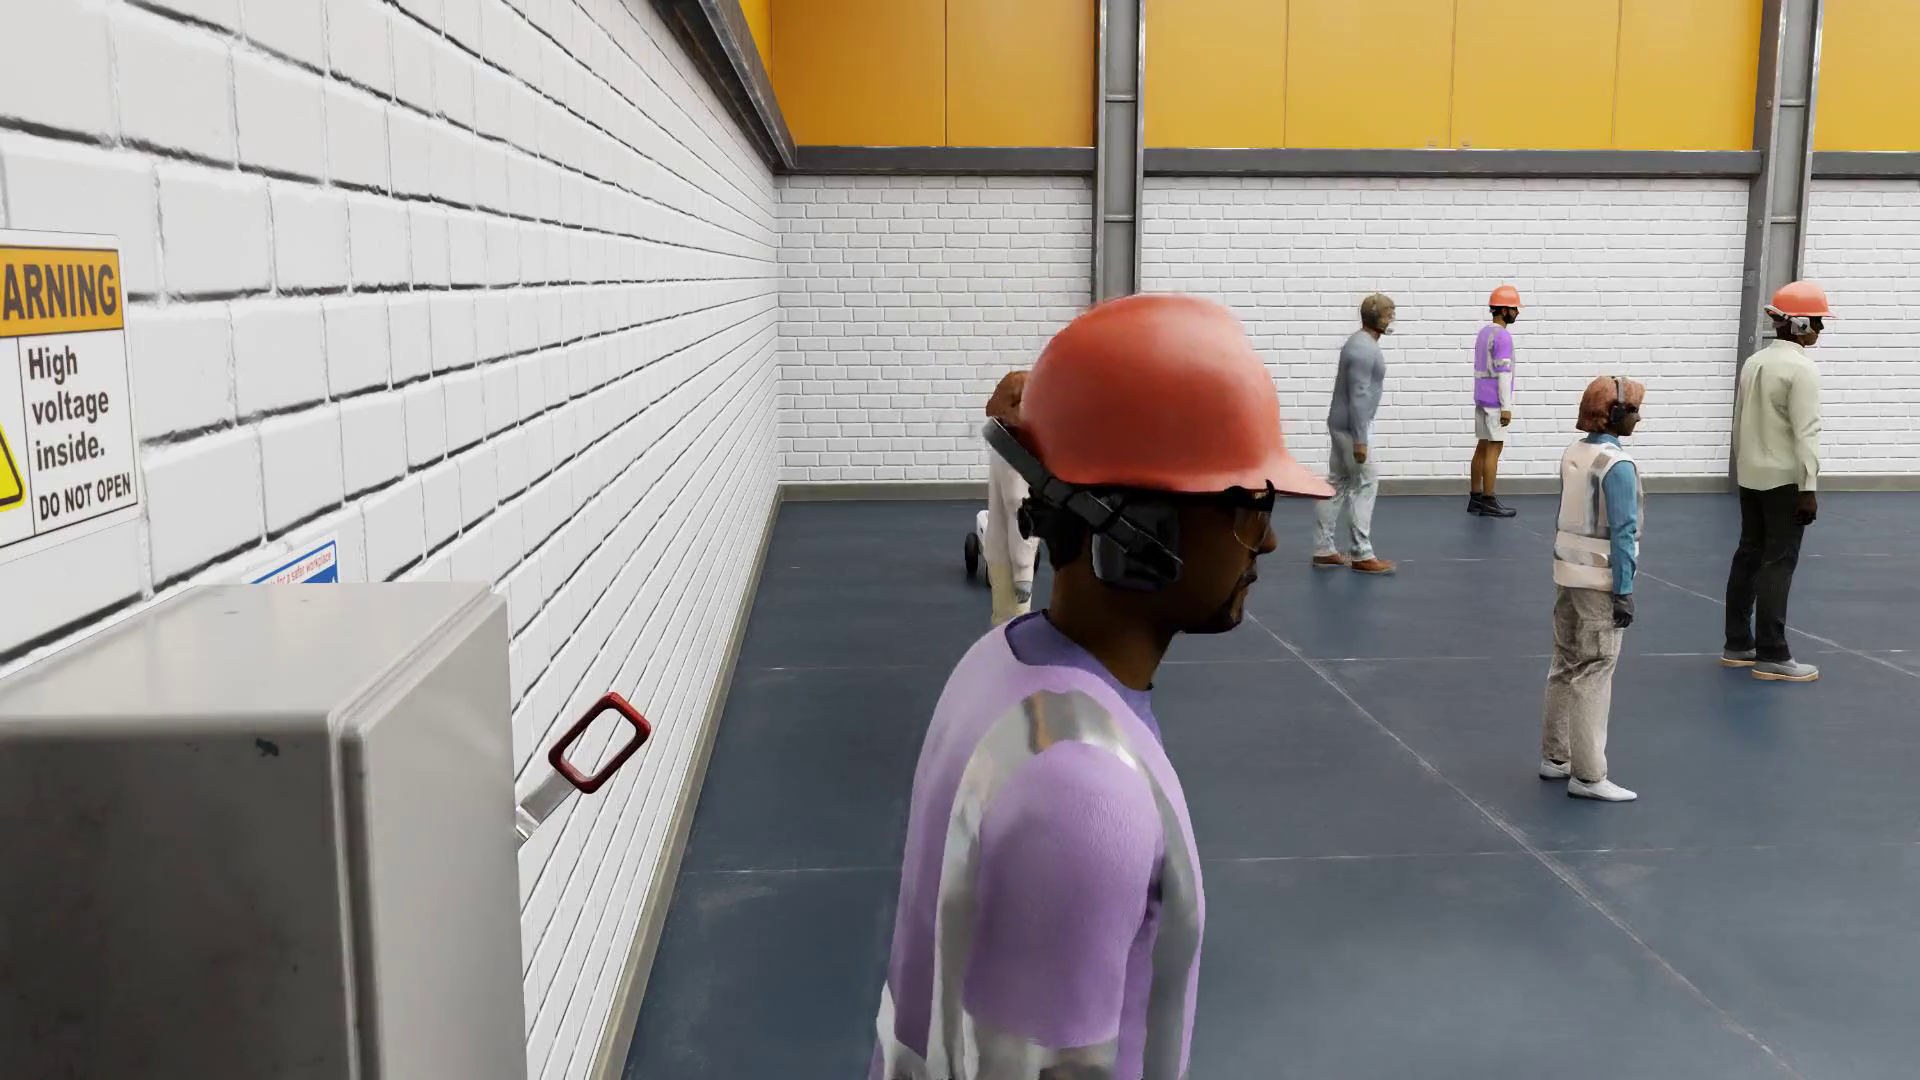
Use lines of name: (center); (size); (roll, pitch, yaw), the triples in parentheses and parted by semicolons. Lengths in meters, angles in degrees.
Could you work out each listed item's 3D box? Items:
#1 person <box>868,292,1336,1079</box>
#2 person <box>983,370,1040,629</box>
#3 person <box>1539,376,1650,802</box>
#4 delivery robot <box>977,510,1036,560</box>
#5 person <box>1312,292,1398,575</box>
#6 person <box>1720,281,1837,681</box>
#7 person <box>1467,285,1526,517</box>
person: (0.085, 0.755, 1.752); (0.573, 2.008, 0.613); (-1, 9, -6)
person: (0.232, 0.108, 6.956); (0.266, 1.631, 0.507); (-1, 9, -4)
person: (2.469, 0.184, 6.469); (0.310, 1.636, 0.523); (-1, 9, -4)
delivery robot: (0.302, -0.051, 11.037); (0.477, 0.478, 0.707); (-1, 9, -4)
person: (2.724, -0.718, 11.331); (0.605, 1.915, 0.632); (1, 9, 8)
person: (4.133, -0.298, 8.375); (0.396, 1.992, 0.623); (-1, 9, -4)
person: (4.528, -1.167, 14.008); (0.373, 1.934, 0.551); (-1, 9, -4)
